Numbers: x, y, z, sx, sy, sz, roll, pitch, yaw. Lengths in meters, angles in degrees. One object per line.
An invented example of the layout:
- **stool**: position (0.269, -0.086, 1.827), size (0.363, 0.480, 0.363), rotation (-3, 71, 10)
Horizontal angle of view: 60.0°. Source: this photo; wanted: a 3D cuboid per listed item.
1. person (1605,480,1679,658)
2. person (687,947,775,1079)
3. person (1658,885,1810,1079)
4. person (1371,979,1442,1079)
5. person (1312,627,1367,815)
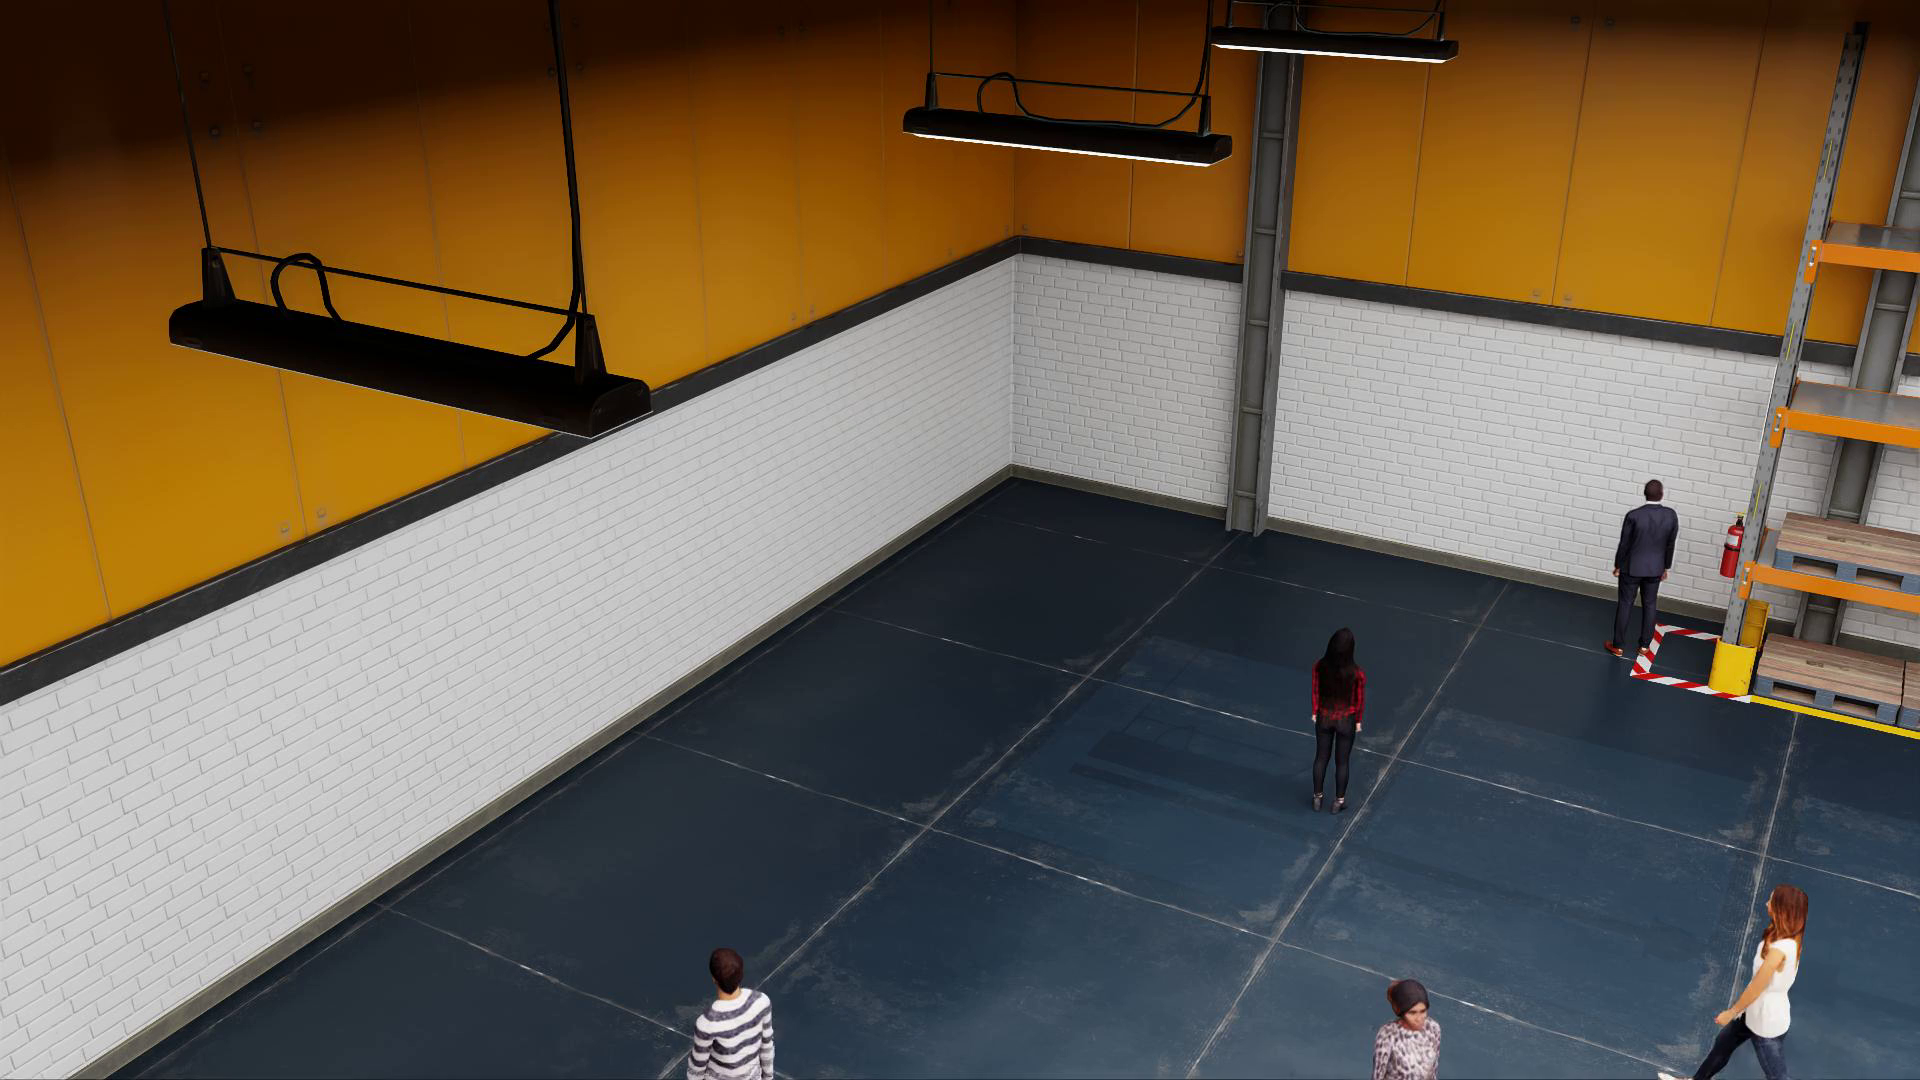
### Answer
- **person**: position (6.623, 0.274, 16.152), size (0.690, 1.824, 0.840), rotation (2, 24, 4)
- **person**: position (-1.241, 3.196, 9.488), size (0.903, 1.807, 1.269), rotation (-21, 31, -39)
- **person**: position (5.018, 2.953, 10.138), size (1.157, 1.731, 0.619), rotation (13, 27, 26)
- **person**: position (2.496, 3.219, 9.568), size (0.934, 1.700, 0.972), rotation (-5, 24, -11)
- **person**: position (3.076, 1.481, 13.597), size (0.474, 1.658, 0.663), rotation (10, 26, 22)
